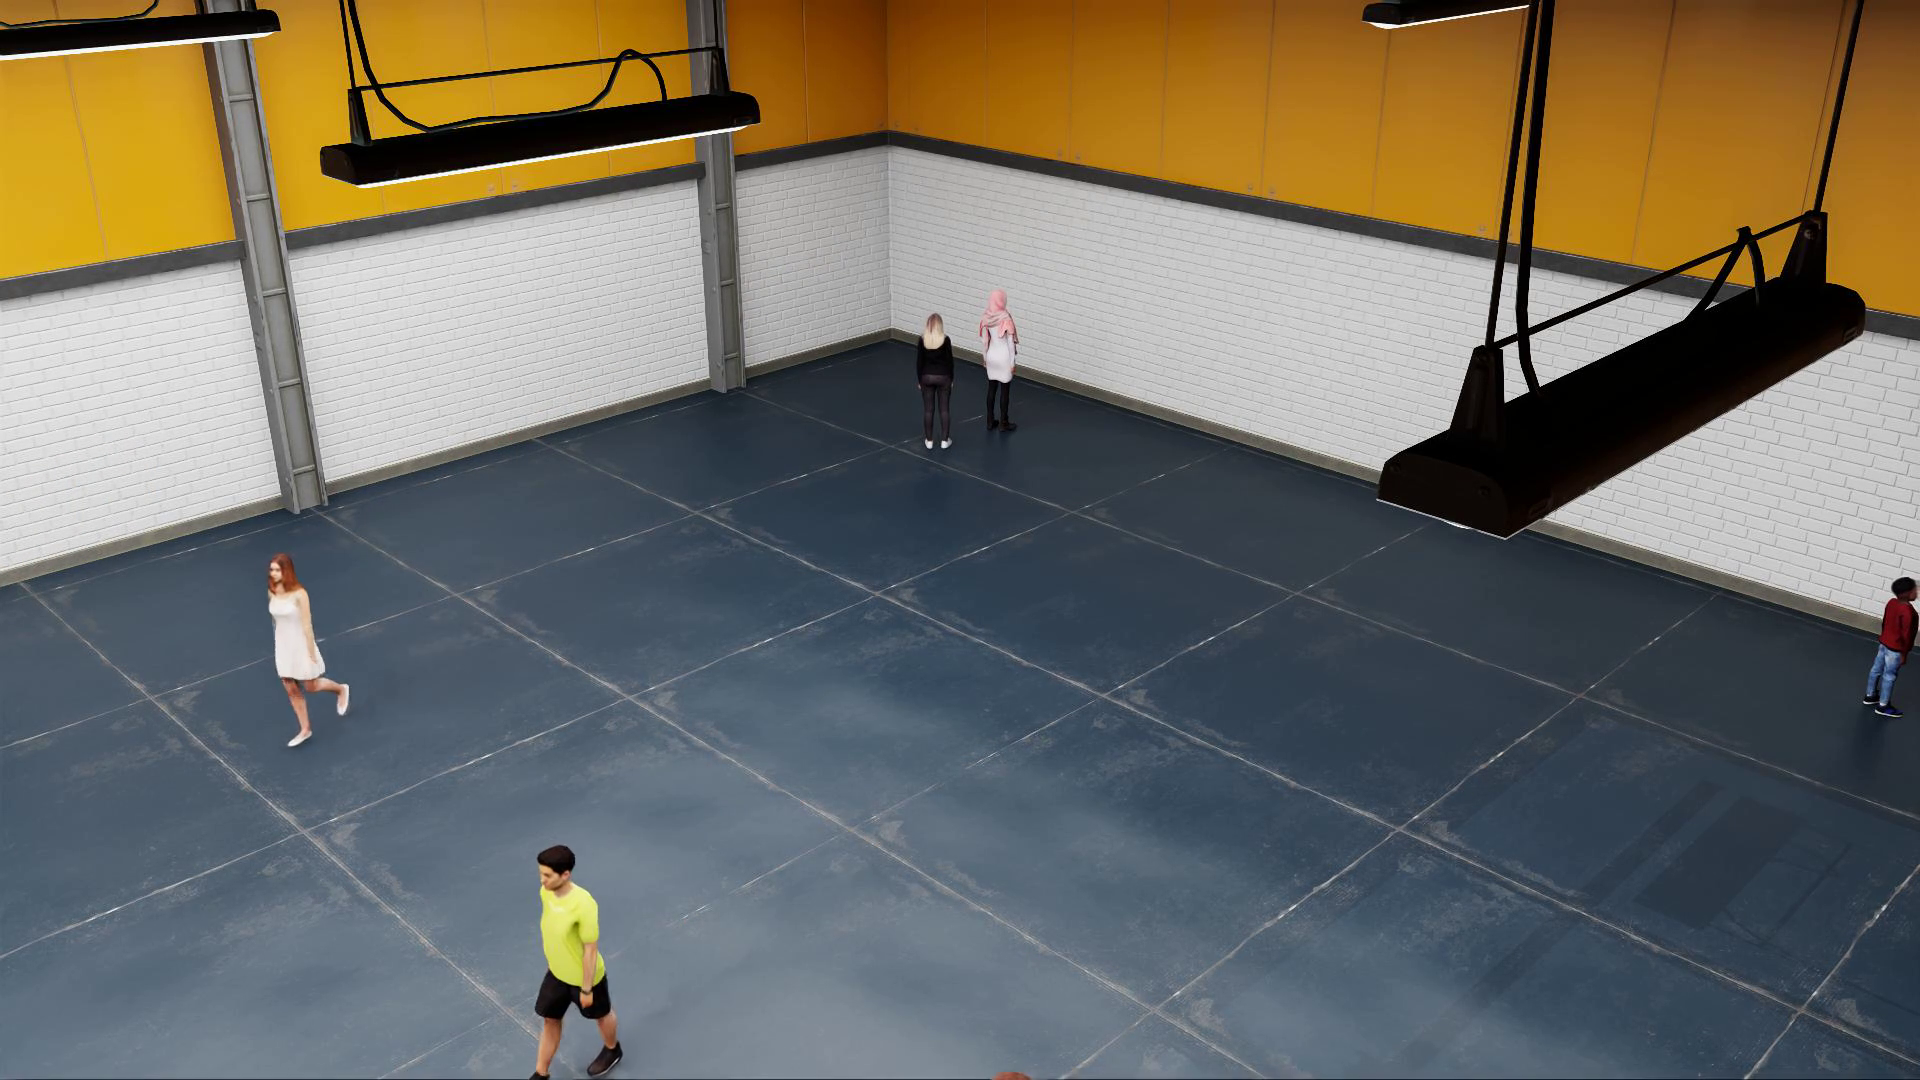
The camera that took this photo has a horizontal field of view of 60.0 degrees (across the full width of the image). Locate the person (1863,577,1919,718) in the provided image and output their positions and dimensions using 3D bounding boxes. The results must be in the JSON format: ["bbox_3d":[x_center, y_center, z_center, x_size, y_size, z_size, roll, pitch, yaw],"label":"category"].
[{"bbox_3d":[8.043,0.895,14.330,0.643,1.256,0.587,-1,24,-2],"label":"person"}]

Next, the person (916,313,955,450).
[{"bbox_3d":[-0.300,-1.936,20.273,0.691,1.685,0.728,3,24,6],"label":"person"}]

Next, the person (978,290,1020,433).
[{"bbox_3d":[0.491,-2.250,20.844,0.668,1.803,0.629,16,28,33],"label":"person"}]

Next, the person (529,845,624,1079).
[{"bbox_3d":[-2.266,2.534,10.051,0.761,1.682,1.032,15,28,31],"label":"person"}]

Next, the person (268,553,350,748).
[{"bbox_3d":[-5.466,0.861,13.860,0.768,1.695,0.981,9,25,20],"label":"person"}]
